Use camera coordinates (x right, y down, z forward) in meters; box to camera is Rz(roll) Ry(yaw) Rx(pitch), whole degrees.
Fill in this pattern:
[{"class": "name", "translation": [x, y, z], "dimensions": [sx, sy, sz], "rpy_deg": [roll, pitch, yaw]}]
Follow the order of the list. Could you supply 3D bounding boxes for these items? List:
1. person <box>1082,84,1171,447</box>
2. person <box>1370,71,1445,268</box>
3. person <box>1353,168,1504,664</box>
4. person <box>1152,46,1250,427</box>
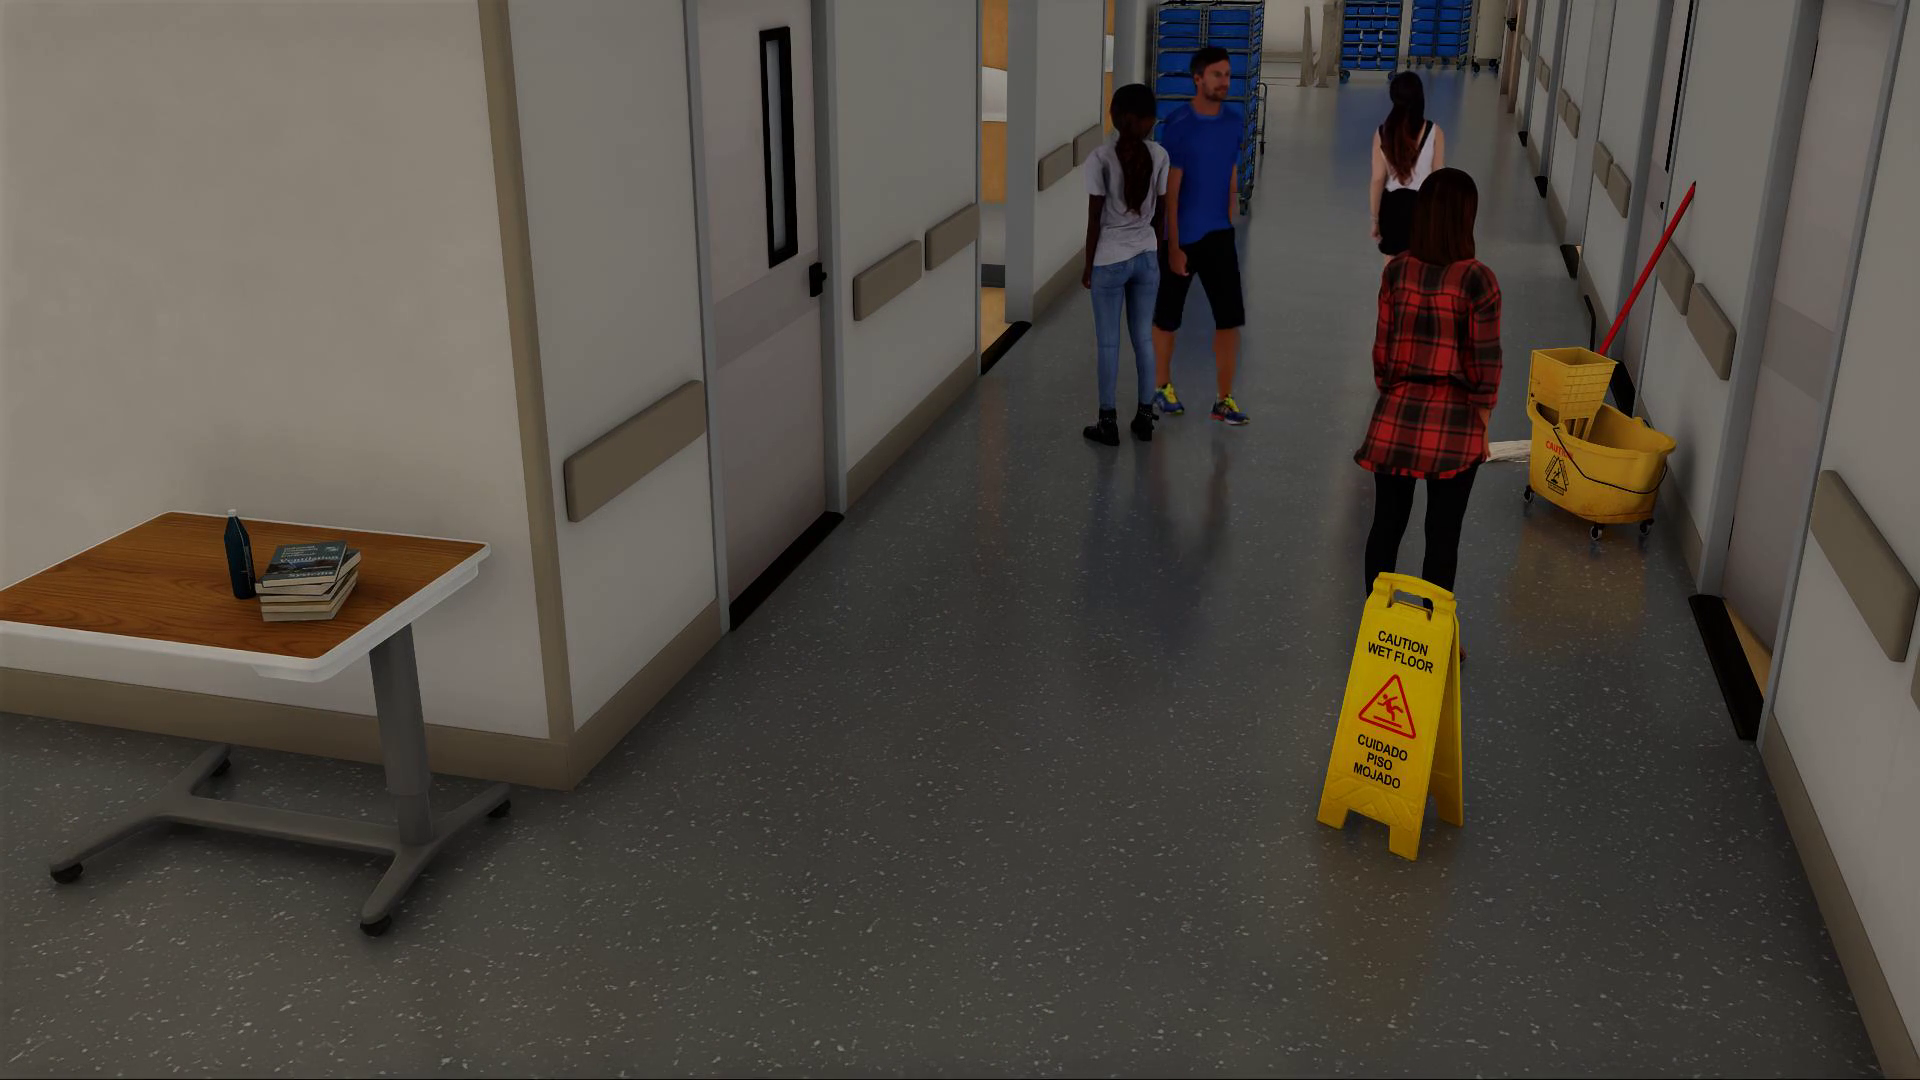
[{"class": "person", "translation": [0.797, -1.319, 8.011], "dimensions": [0.669, 1.719, 0.705], "rpy_deg": [-8, 22, -21]}, {"class": "person", "translation": [2.465, -1.736, 9.245], "dimensions": [0.605, 1.625, 0.934], "rpy_deg": [7, 22, 18]}, {"class": "person", "translation": [1.568, -0.387, 5.574], "dimensions": [0.716, 1.703, 0.699], "rpy_deg": [-19, 28, -40]}, {"class": "person", "translation": [1.131, -1.523, 8.378], "dimensions": [0.897, 1.841, 1.043], "rpy_deg": [-5, 21, -14]}]
